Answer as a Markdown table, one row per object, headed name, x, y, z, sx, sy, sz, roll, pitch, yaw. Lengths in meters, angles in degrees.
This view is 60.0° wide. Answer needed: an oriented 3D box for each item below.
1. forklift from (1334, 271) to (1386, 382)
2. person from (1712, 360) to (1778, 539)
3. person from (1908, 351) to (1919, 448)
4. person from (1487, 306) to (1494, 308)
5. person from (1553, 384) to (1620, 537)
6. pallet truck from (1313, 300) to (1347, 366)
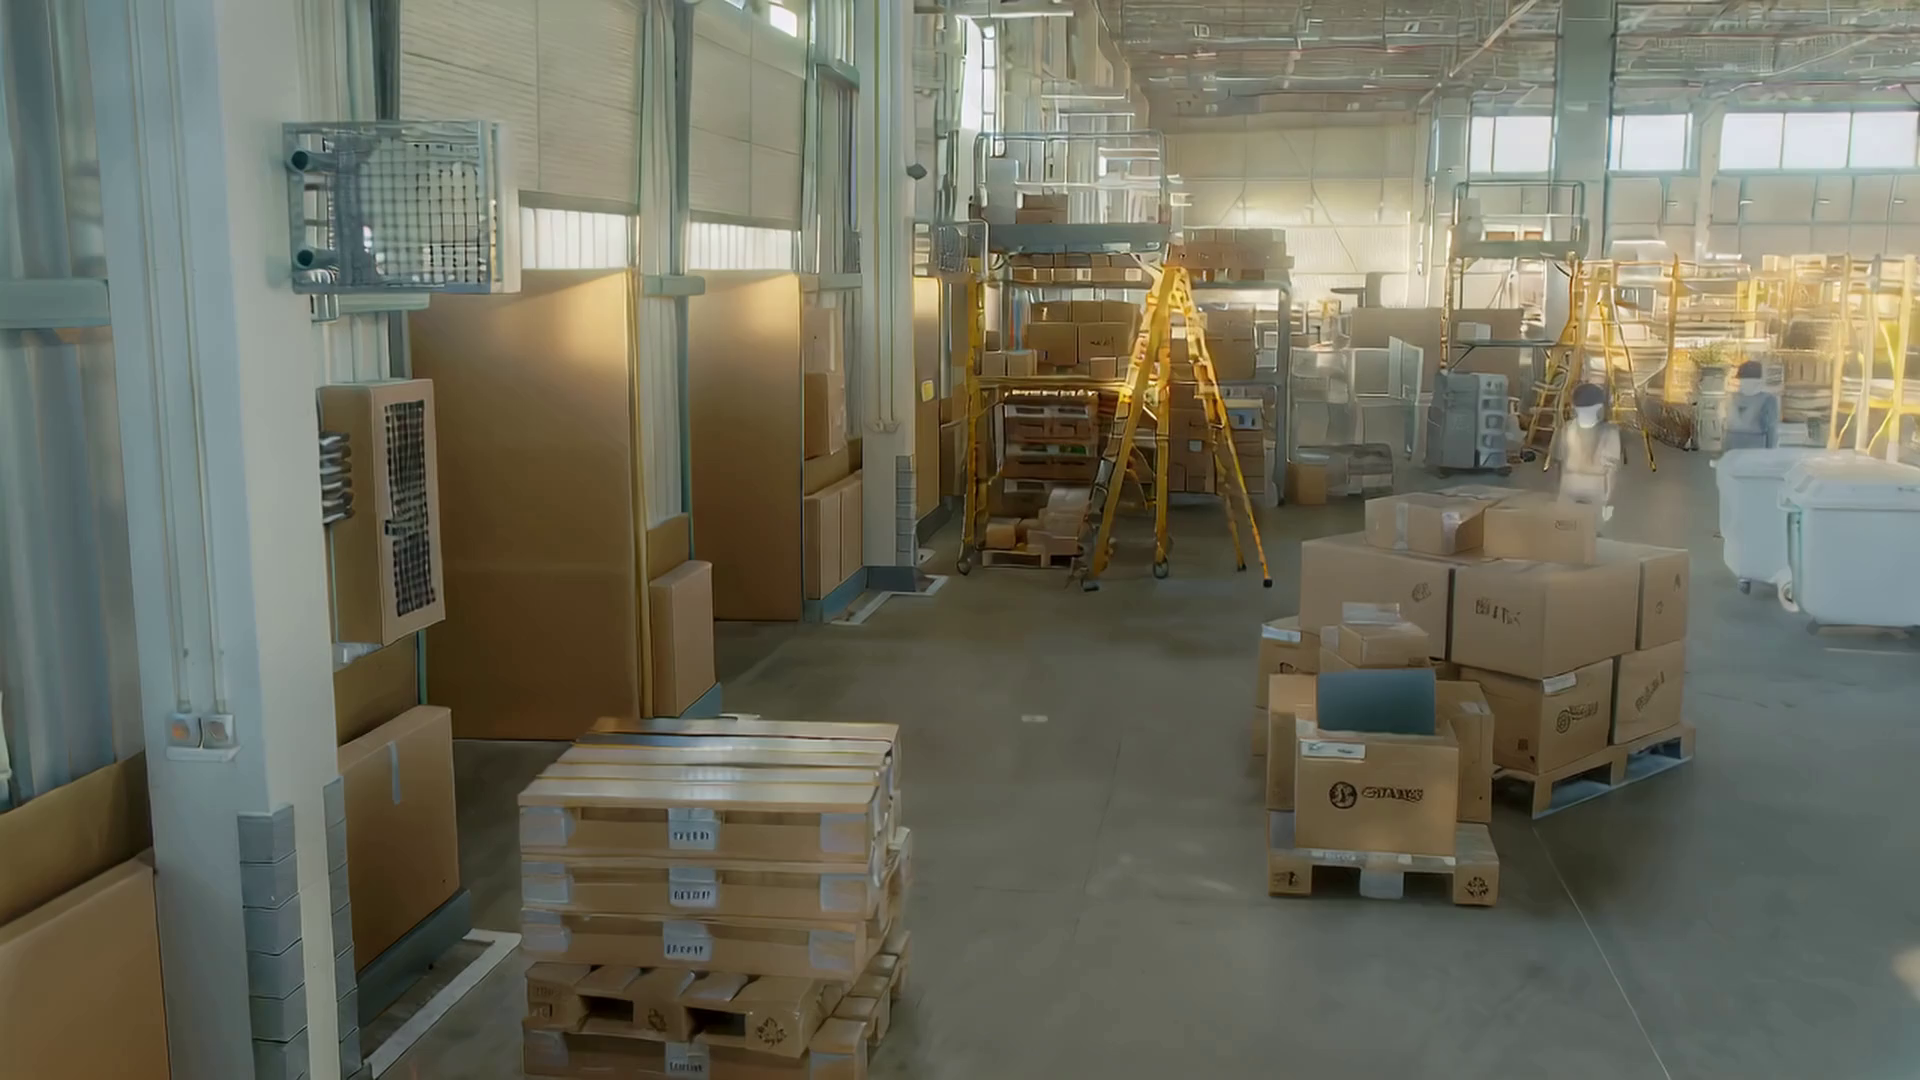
| name | x | y | z | sx | sy | sz | roll | pitch | yaw |
| --- | --- | --- | --- | --- | --- | --- | --- | --- | --- |
| forklift | 10.436 | -5.400 | 42.069 | 1.873 | 2.768 | 1.129 | 1 | 9 | 9 |
| person | 8.318 | -0.942 | 17.557 | 0.506 | 1.930 | 0.629 | -5 | 10 | -28 |
| person | 15.510 | -2.341 | 26.736 | 0.323 | 1.736 | 0.488 | 4 | 10 | 26 |
| person | 17.322 | -6.833 | 54.567 | 0.536 | 1.690 | 0.324 | -6 | 11 | -33 |
| person | 5.265 | -0.369 | 14.084 | 0.572 | 1.884 | 0.972 | 7 | 11 | 35 |
| pallet truck | 11.159 | -6.200 | 49.718 | 0.823 | 1.965 | 1.885 | 4 | 10 | 26 |
